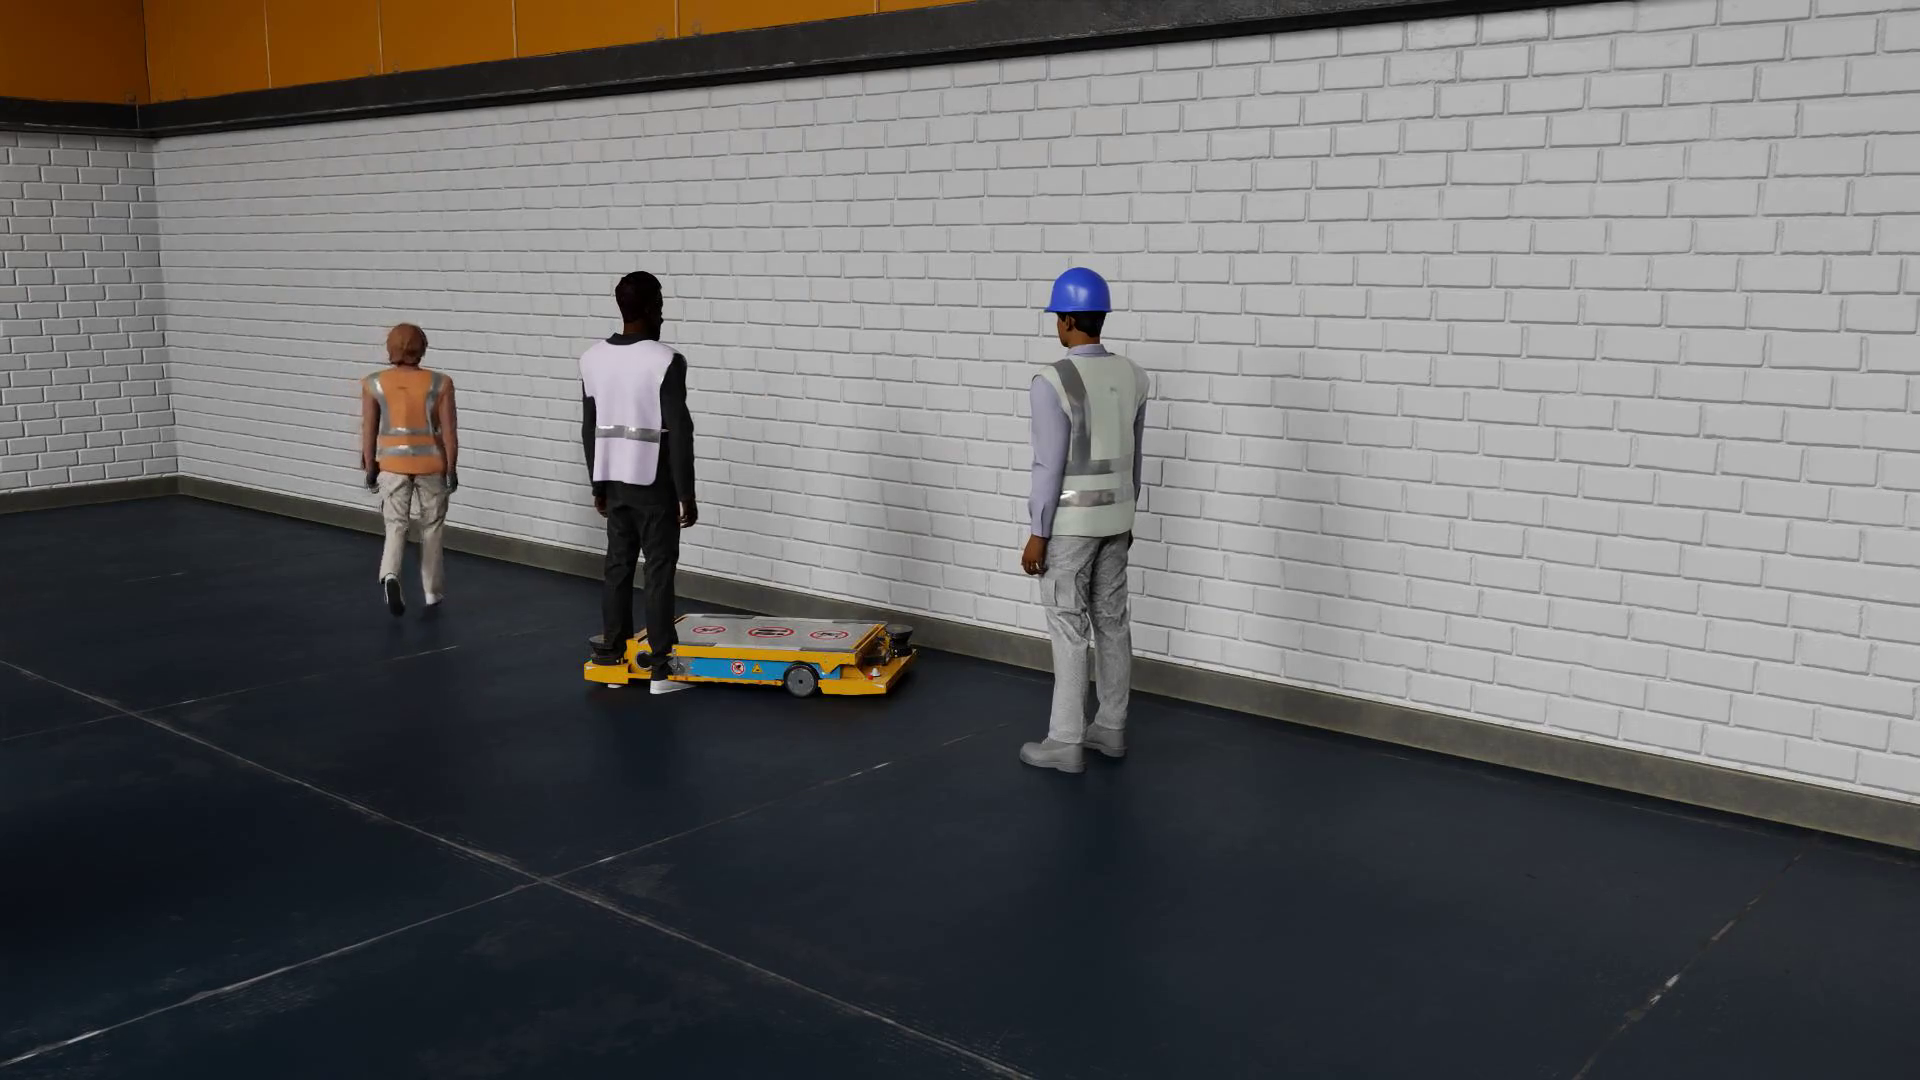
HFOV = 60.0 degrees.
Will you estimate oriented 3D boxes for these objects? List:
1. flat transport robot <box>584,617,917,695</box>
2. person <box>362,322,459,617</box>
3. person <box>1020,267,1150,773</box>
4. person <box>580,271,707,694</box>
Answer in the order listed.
[{"bbox_3d":[-0.970,0.525,7.830,1.431,0.197,0.652,2,10,11],"label":"flat transport robot"},{"bbox_3d":[-3.032,-0.384,9.173,0.521,1.620,0.677,-1,10,-8],"label":"person"},{"bbox_3d":[0.475,-0.075,6.471,0.388,1.947,0.615,10,14,44],"label":"person"},{"bbox_3d":[-1.452,-0.253,7.570,0.596,1.918,0.386,6,11,29],"label":"person"}]
